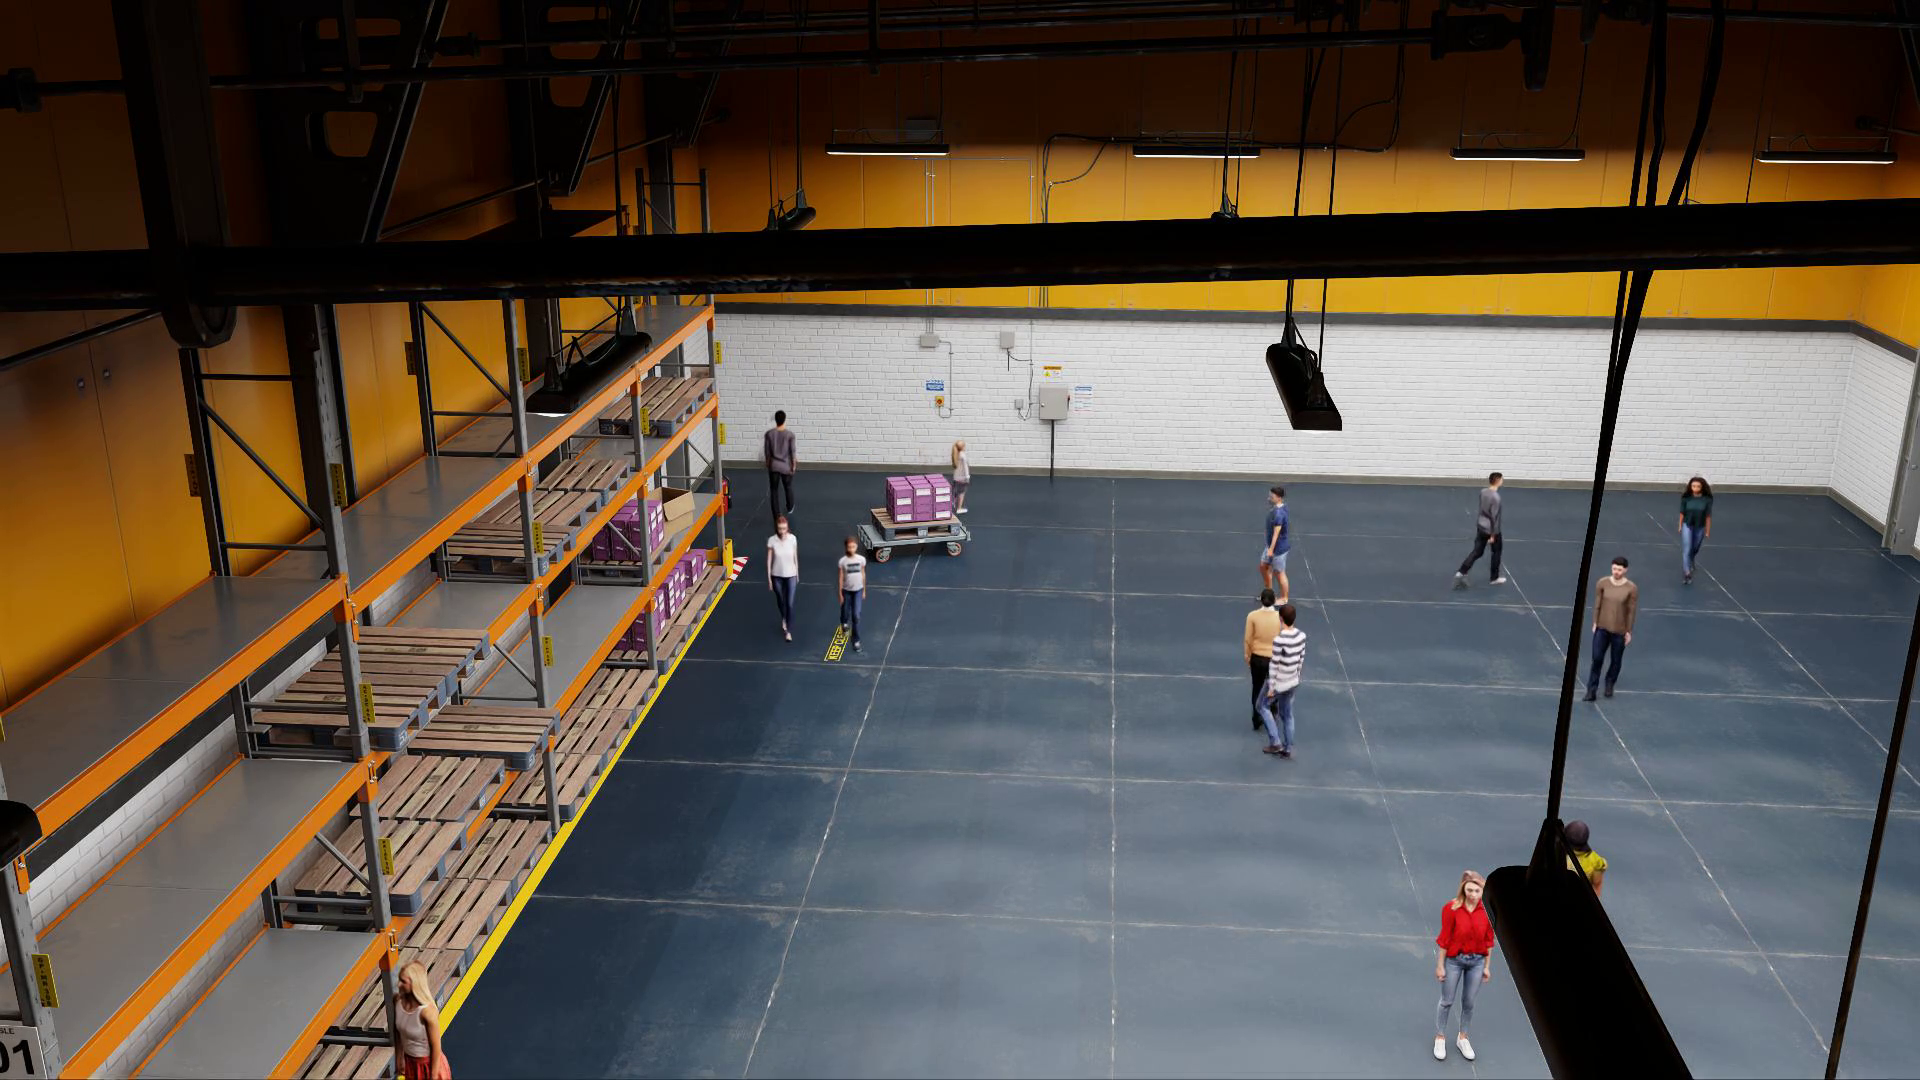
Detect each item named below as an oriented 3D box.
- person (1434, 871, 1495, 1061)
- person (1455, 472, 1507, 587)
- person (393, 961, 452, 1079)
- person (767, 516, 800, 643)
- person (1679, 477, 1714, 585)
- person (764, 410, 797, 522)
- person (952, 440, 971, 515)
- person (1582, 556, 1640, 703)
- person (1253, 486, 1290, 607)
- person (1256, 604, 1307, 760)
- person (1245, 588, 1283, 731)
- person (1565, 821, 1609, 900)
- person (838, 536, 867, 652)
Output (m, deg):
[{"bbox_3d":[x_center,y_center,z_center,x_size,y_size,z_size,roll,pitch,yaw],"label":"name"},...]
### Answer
[{"bbox_3d":[4.129,3.468,13.634,0.633,1.704,0.512,0,19,0],"label":"person"},{"bbox_3d":[7.643,-0.133,24.280,1.038,1.734,1.129,-9,21,-24],"label":"person"},{"bbox_3d":[-3.940,3.887,12.237,0.728,1.802,0.754,14,23,36],"label":"person"},{"bbox_3d":[-2.387,0.499,22.486,0.720,1.681,1.217,-2,19,-5],"label":"person"},{"bbox_3d":[10.884,-0.181,24.665,0.855,1.580,1.162,7,20,20],"label":"person"},{"bbox_3d":[-2.979,-1.190,27.285,0.772,1.819,1.074,-1,19,-2],"label":"person"},{"bbox_3d":[-0.041,-1.044,27.720,0.687,1.265,0.625,-10,21,-28],"label":"person"},{"bbox_3d":[8.073,1.075,20.508,0.954,1.852,1.144,11,21,29],"label":"person"},{"bbox_3d":[4.511,0.088,23.504,0.773,1.810,0.691,3,19,8],"label":"person"},{"bbox_3d":[3.726,1.647,18.841,0.799,1.831,0.841,-12,22,-31],"label":"person"},{"bbox_3d":[3.599,1.438,19.603,0.713,1.741,0.660,5,19,14],"label":"person"},{"bbox_3d":[5.317,3.199,14.501,0.896,1.660,0.825,5,19,13],"label":"person"},{"bbox_3d":[-1.459,0.663,22.214,0.744,1.543,1.032,-4,19,-13],"label":"person"}]
